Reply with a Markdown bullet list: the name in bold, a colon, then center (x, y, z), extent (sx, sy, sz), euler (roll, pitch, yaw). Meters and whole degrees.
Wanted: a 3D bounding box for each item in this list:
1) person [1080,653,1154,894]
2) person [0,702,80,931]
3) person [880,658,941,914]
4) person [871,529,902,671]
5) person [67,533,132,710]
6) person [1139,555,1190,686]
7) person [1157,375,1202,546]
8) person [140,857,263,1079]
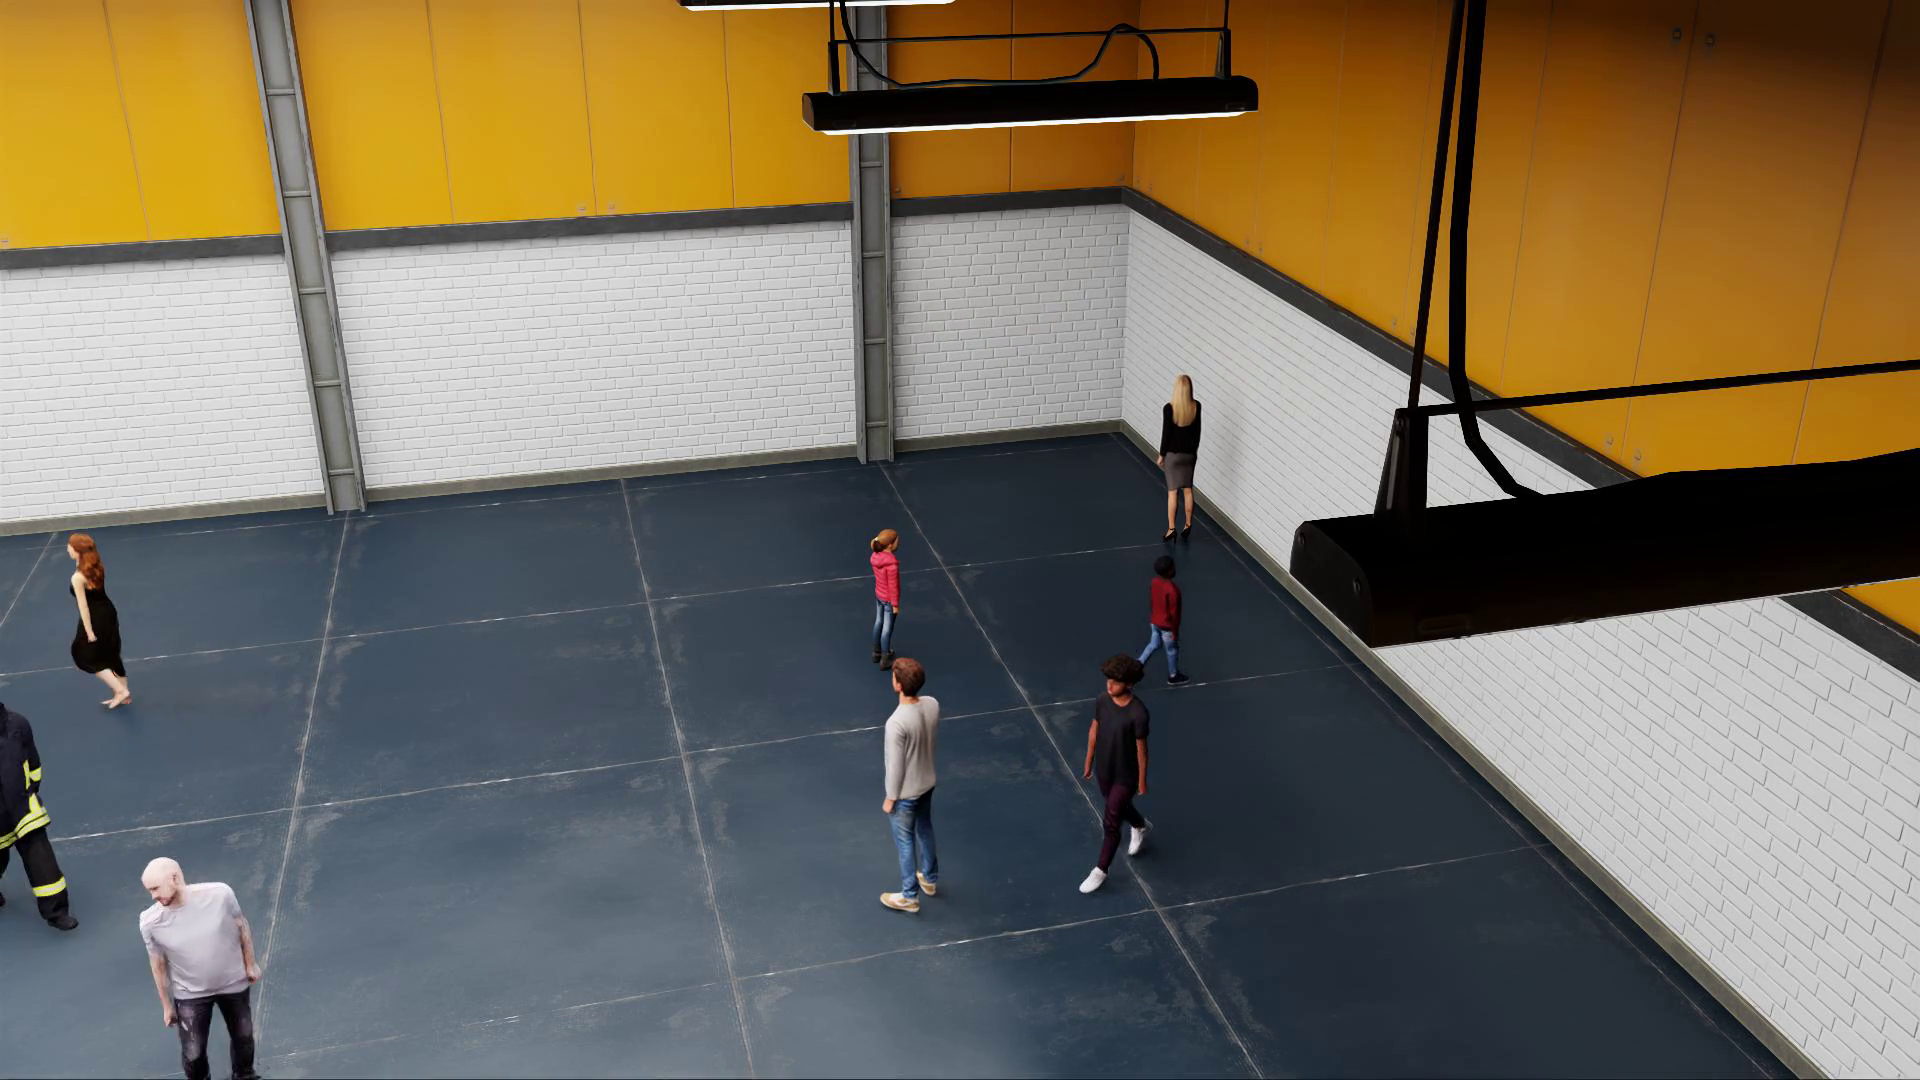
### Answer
- **person**: center (1.179, 1.588, 11.842), extent (1.195, 1.759, 0.968), euler (-20, 30, -38)
- **person**: center (-6.546, 1.772, 11.258), extent (1.299, 1.890, 1.290), euler (16, 28, 32)
- **person**: center (-0.334, 1.681, 11.449), extent (0.814, 1.903, 0.730), euler (16, 28, 32)
- **person**: center (-0.666, 0.518, 14.845), extent (0.525, 1.314, 0.537), euler (-11, 26, -23)
- **person**: center (-7.204, 0.697, 14.063), extent (0.734, 1.614, 0.681), euler (2, 24, 5)
- **person**: center (1.740, 0.721, 14.469), extent (0.813, 1.244, 0.623), euler (-13, 27, -27)
- **person**: center (2.293, -0.843, 17.298), extent (0.502, 1.843, 0.682), euler (-8, 25, -19)
- **person**: center (-4.274, 2.554, 9.575), extent (0.856, 1.804, 0.677), euler (20, 30, 38)
